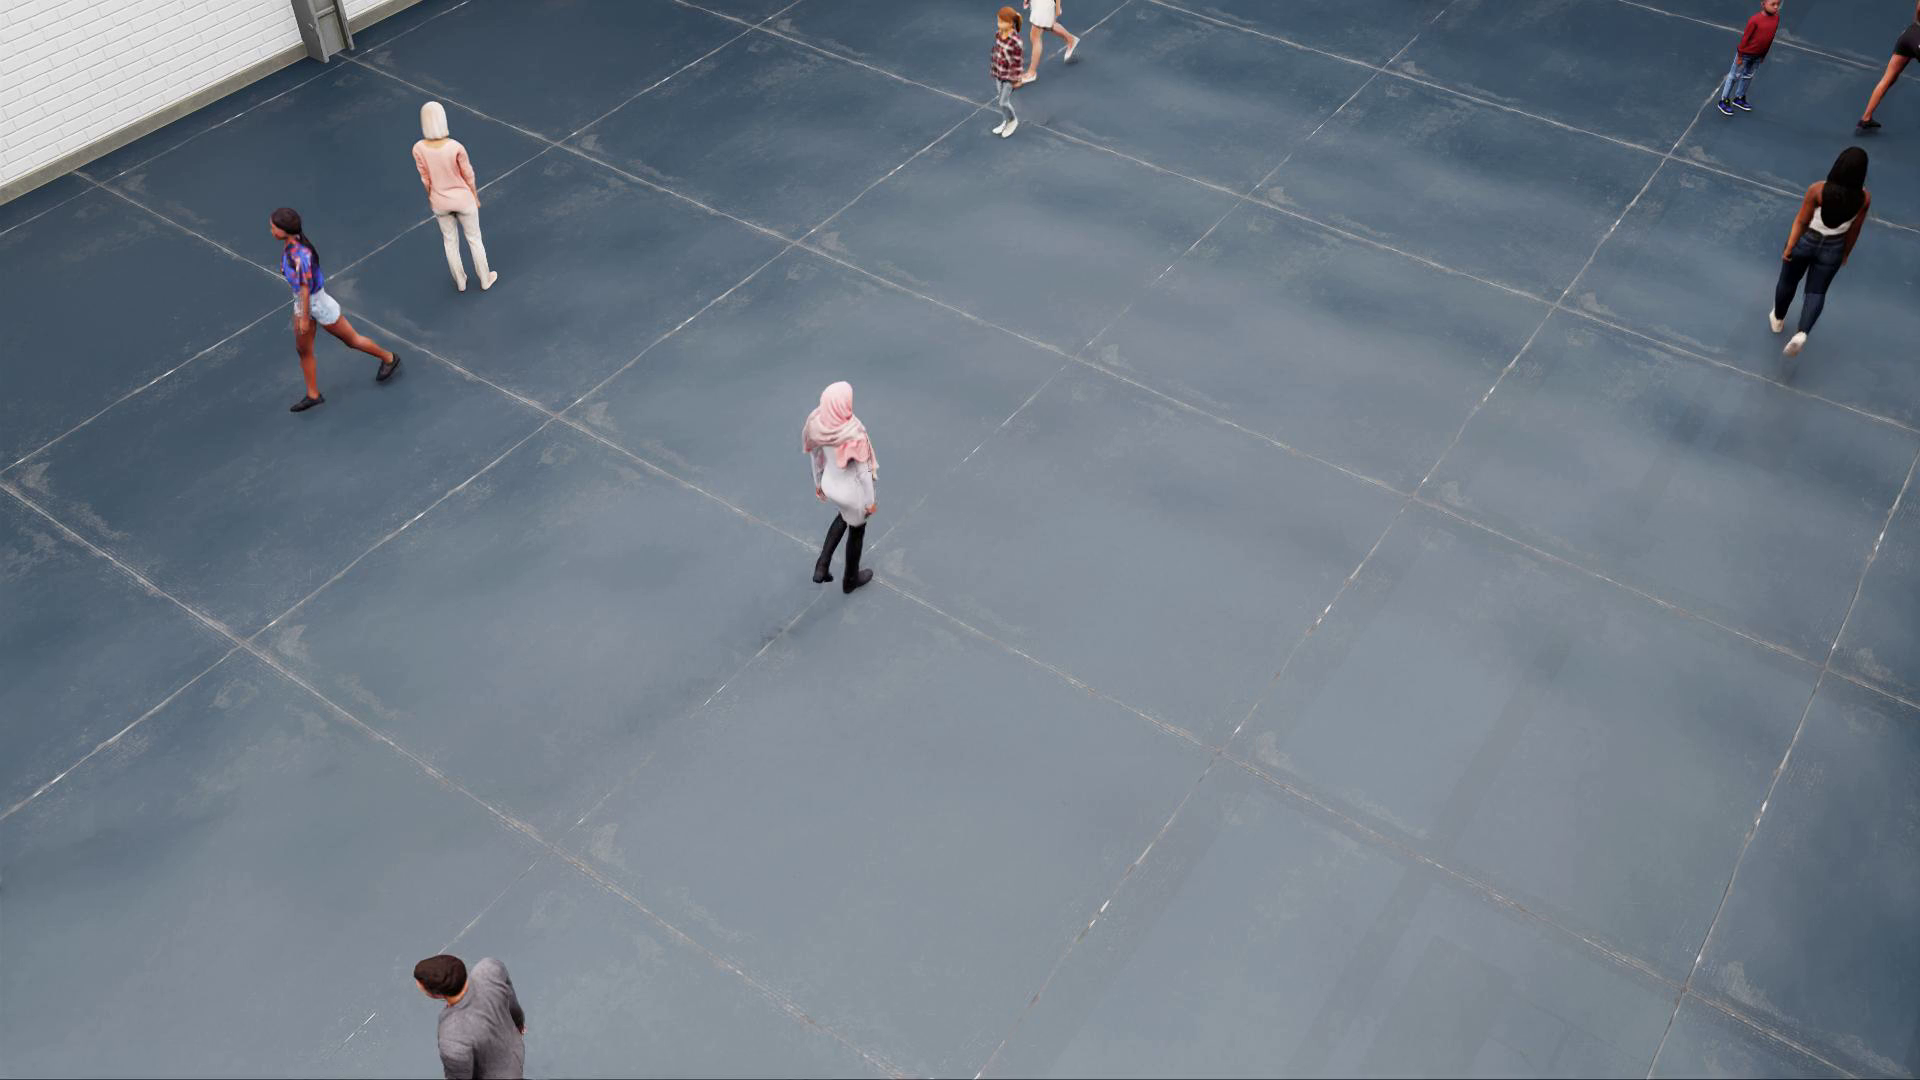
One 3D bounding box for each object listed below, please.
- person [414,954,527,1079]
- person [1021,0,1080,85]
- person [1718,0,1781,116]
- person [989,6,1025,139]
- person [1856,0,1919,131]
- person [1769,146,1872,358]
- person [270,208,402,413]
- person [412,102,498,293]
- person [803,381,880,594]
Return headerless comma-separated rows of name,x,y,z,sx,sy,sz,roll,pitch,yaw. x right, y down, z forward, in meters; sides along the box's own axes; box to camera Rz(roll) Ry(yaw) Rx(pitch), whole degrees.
person,-2.211,2.569,8.118,0.869,1.854,0.748,10,44,10
person,0.913,-5.443,16.653,1.149,1.683,0.847,-23,48,-23
person,7.749,-4.799,16.286,0.568,1.255,0.636,-10,45,-11
person,0.499,-4.498,15.940,0.608,1.296,0.600,-28,50,-26
person,9.040,-4.662,15.832,1.252,1.684,1.062,-13,45,-13
person,6.821,-2.262,13.240,0.809,1.784,1.138,15,46,15
person,-4.854,-1.799,12.816,1.226,1.697,0.796,-30,51,-28
person,-4.243,-2.851,13.902,0.681,1.724,0.713,-2,44,-2
person,-0.832,-0.280,11.153,0.666,1.793,0.748,32,52,29
